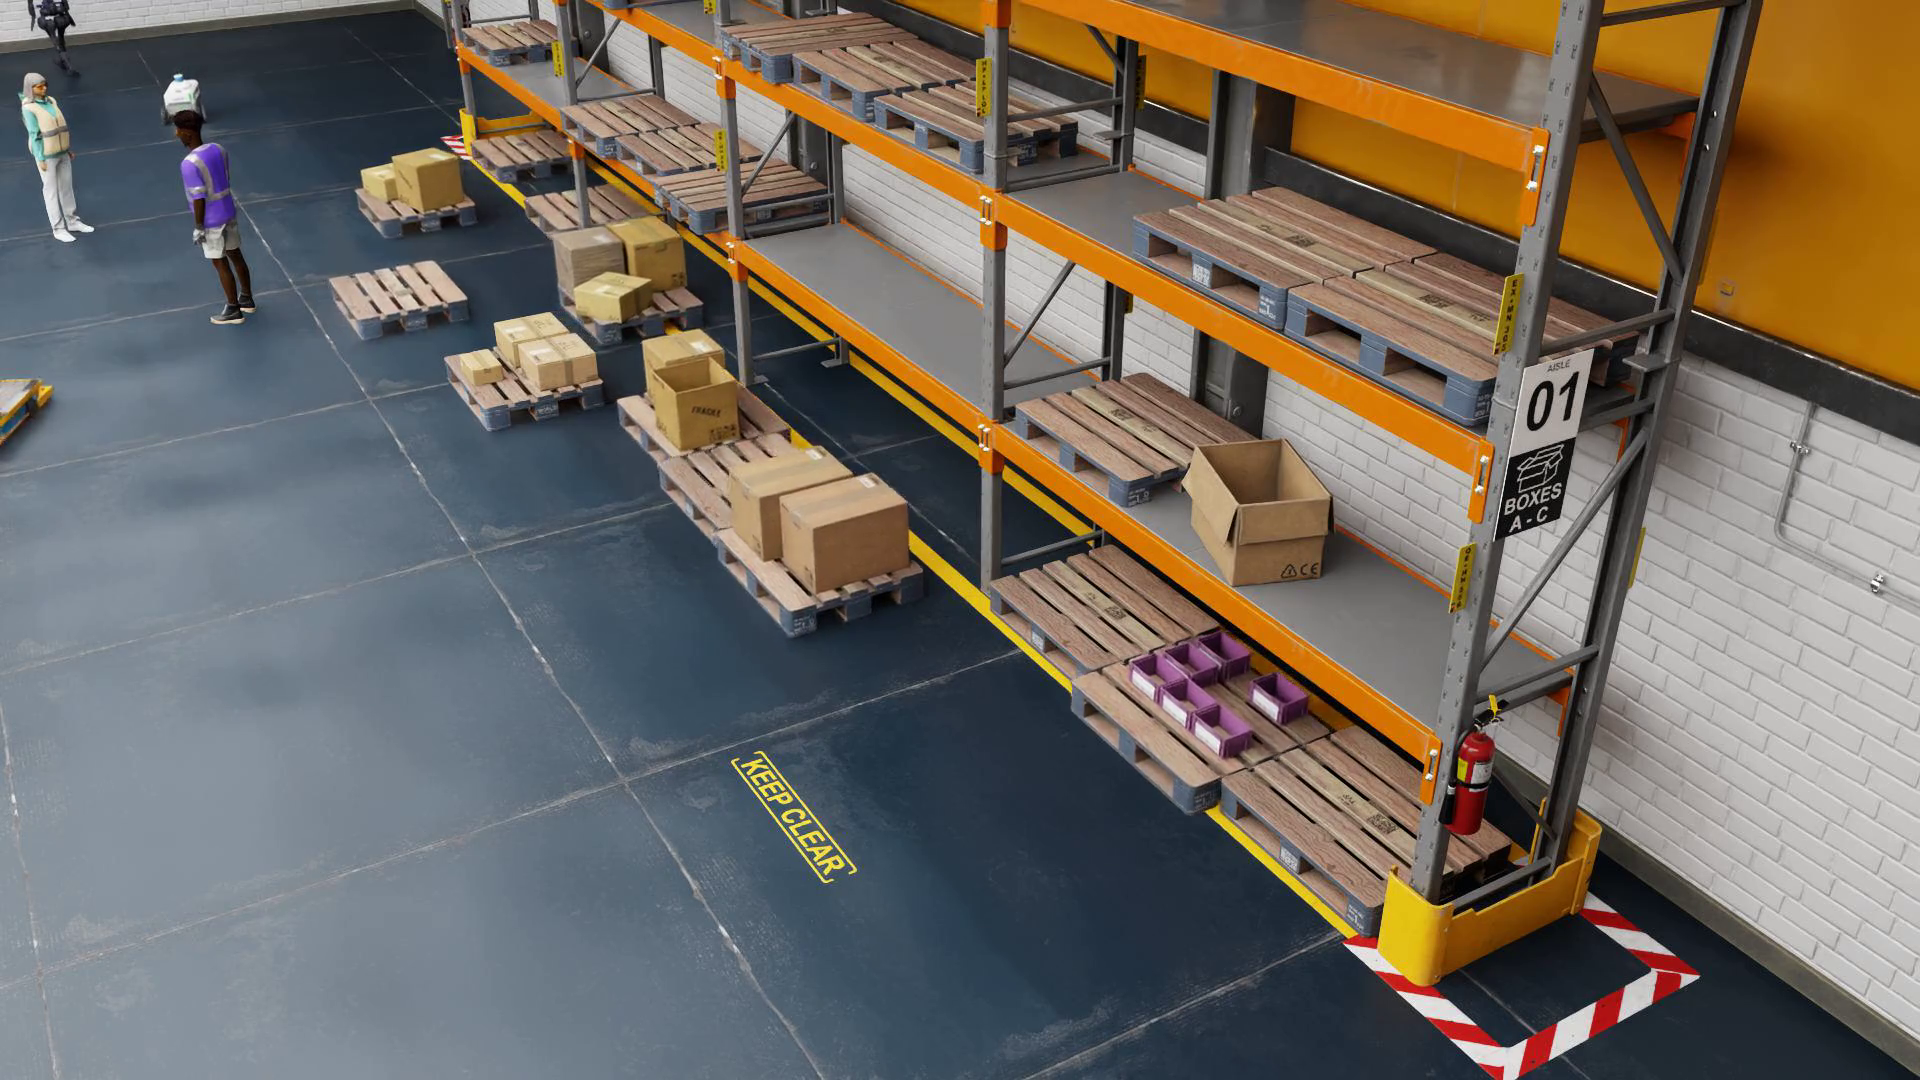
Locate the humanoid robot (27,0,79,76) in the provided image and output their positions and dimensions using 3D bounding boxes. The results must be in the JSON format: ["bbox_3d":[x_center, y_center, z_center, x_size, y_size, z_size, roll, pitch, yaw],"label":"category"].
[{"bbox_3d":[-12.682,-7.319,23.187,0.787,1.623,0.611,18,34,29],"label":"humanoid robot"}]

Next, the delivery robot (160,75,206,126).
[{"bbox_3d":[-9.951,-5.637,21.305,0.499,0.606,0.807,-8,30,-13],"label":"delivery robot"}]

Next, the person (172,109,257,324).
[{"bbox_3d":[-6.775,-2.933,15.089,0.368,1.966,0.600,4,30,7],"label":"person"}]

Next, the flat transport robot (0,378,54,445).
[{"bbox_3d":[-7.885,-0.948,13.305,0.659,0.231,1.431,-2,30,-4],"label":"flat transport robot"}]

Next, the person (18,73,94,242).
[{"bbox_3d":[-9.364,-3.953,17.147,0.366,1.708,0.471,5,30,9],"label":"person"}]
